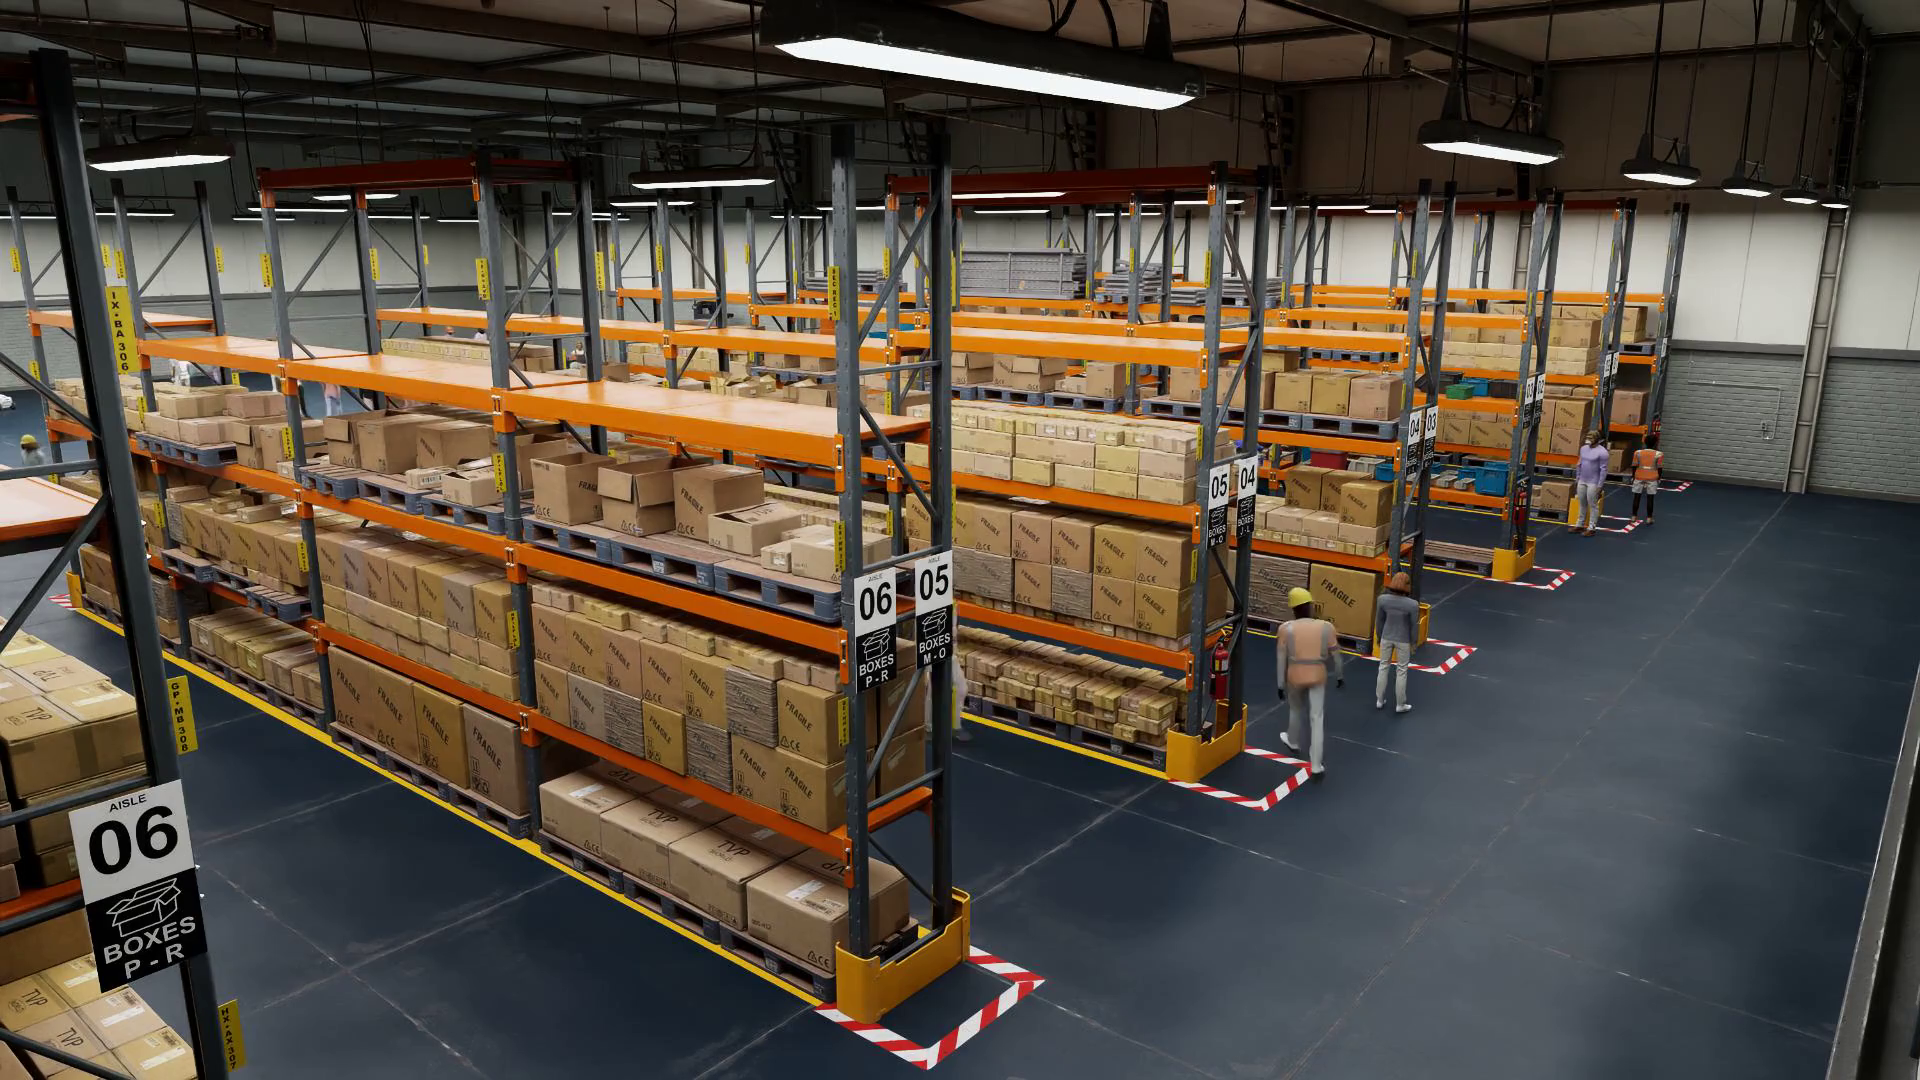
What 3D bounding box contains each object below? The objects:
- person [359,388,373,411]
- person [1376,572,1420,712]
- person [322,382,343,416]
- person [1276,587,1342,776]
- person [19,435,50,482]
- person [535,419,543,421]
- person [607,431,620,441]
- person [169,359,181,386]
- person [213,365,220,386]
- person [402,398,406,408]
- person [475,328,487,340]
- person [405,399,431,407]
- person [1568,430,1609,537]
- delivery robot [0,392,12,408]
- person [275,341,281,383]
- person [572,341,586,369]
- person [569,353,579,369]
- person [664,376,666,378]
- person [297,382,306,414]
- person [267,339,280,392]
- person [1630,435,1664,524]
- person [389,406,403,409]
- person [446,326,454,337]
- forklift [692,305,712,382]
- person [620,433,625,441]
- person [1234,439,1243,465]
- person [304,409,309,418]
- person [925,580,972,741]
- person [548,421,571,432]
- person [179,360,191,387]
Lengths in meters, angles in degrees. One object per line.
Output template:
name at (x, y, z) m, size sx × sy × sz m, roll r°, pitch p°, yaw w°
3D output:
person at (-16.231, -3.948, 34.724) m, size 0.609 × 1.990 × 0.390 m, roll -10°, pitch 17°, yaw -35°
person at (5.005, 1.163, 14.441) m, size 0.498 × 1.633 × 0.289 m, roll 11°, pitch 17°, yaw 38°
person at (-18.021, -4.175, 36.204) m, size 0.540 × 1.730 × 0.877 m, roll -1°, pitch 14°, yaw -5°
person at (3.580, 1.419, 12.926) m, size 0.716 × 1.855 × 0.969 m, roll 2°, pitch 14°, yaw 7°
person at (-17.523, -1.145, 23.806) m, size 0.496 × 1.697 × 0.870 m, roll 4°, pitch 14°, yaw 18°
person at (-8.853, -2.011, 27.110) m, size 0.587 × 1.848 × 0.997 m, roll -5°, pitch 14°, yaw -19°
person at (-7.403, -1.811, 26.760) m, size 0.504 × 1.587 × 0.829 m, roll 1°, pitch 14°, yaw 6°
person at (-25.088, -5.231, 40.252) m, size 0.319 × 1.870 × 0.521 m, roll -3°, pitch 14°, yaw -12°
person at (-26.021, -6.192, 44.215) m, size 0.888 × 1.873 × 0.668 m, roll 10°, pitch 17°, yaw 35°
person at (-15.946, -4.275, 36.296) m, size 0.504 × 1.881 × 0.726 m, roll 11°, pitch 17°, yaw 37°
person at (-18.928, -7.570, 49.954) m, size 0.438 × 1.830 × 0.652 m, roll 3°, pitch 14°, yaw 13°
person at (-13.259, -2.993, 30.983) m, size 0.666 × 1.895 × 0.427 m, roll -11°, pitch 18°, yaw -39°
person at (11.439, -1.040, 22.867) m, size 0.369 × 1.938 × 0.630 m, roll -4°, pitch 14°, yaw -16°
delivery robot at (-29.989, -4.366, 39.327) m, size 0.707 × 0.478 × 0.477 m, roll 6°, pitch 15°, yaw 23°
person at (-24.768, -6.653, 46.000) m, size 0.557 × 1.918 × 0.558 m, roll -5°, pitch 15°, yaw -20°
person at (-12.838, -5.800, 42.643) m, size 0.506 × 1.846 × 0.351 m, roll -6°, pitch 15°, yaw -22°
person at (-12.435, -5.235, 40.811) m, size 0.673 × 1.614 × 0.503 m, roll 1°, pitch 14°, yaw 6°
person at (-9.544, -5.136, 39.965) m, size 0.596 × 1.824 × 0.403 m, roll 9°, pitch 16°, yaw 32°
person at (-17.628, -3.474, 33.140) m, size 0.649 × 1.813 × 0.764 m, roll 4°, pitch 14°, yaw 17°
person at (-23.852, -6.102, 43.882) m, size 0.528 × 1.846 × 0.686 m, roll 0°, pitch 14°, yaw 1°
person at (12.991, -1.154, 23.841) m, size 0.533 × 1.697 × 0.319 m, roll 9°, pitch 16°, yaw 34°
person at (-15.985, -4.024, 35.518) m, size 0.489 × 1.746 × 0.555 m, roll 3°, pitch 14°, yaw 14°
person at (-19.878, -7.386, 49.061) m, size 0.651 × 1.887 × 0.558 m, roll 3°, pitch 14°, yaw 13°
forklift at (-9.511, -7.392, 47.124) m, size 1.873 × 2.768 × 1.129 m, roll 11°, pitch 17°, yaw 38°
person at (-8.533, -3.173, 31.941) m, size 0.631 × 1.798 × 0.909 m, roll -3°, pitch 14°, yaw -11°
person at (4.894, -0.852, 22.108) m, size 0.629 × 1.929 × 0.474 m, roll -6°, pitch 15°, yaw -22°
person at (-19.497, -4.360, 36.606) m, size 0.996 × 1.889 × 0.546 m, roll -10°, pitch 17°, yaw -34°
person at (-0.119, 1.293, 13.421) m, size 0.655 × 1.860 × 0.599 m, roll 9°, pitch 16°, yaw 33°
person at (-8.392, -1.980, 26.642) m, size 0.620 × 1.979 × 1.058 m, roll 11°, pitch 18°, yaw 38°
person at (-25.190, -5.245, 40.802) m, size 0.394 × 1.622 × 0.544 m, roll 9°, pitch 16°, yaw 33°
